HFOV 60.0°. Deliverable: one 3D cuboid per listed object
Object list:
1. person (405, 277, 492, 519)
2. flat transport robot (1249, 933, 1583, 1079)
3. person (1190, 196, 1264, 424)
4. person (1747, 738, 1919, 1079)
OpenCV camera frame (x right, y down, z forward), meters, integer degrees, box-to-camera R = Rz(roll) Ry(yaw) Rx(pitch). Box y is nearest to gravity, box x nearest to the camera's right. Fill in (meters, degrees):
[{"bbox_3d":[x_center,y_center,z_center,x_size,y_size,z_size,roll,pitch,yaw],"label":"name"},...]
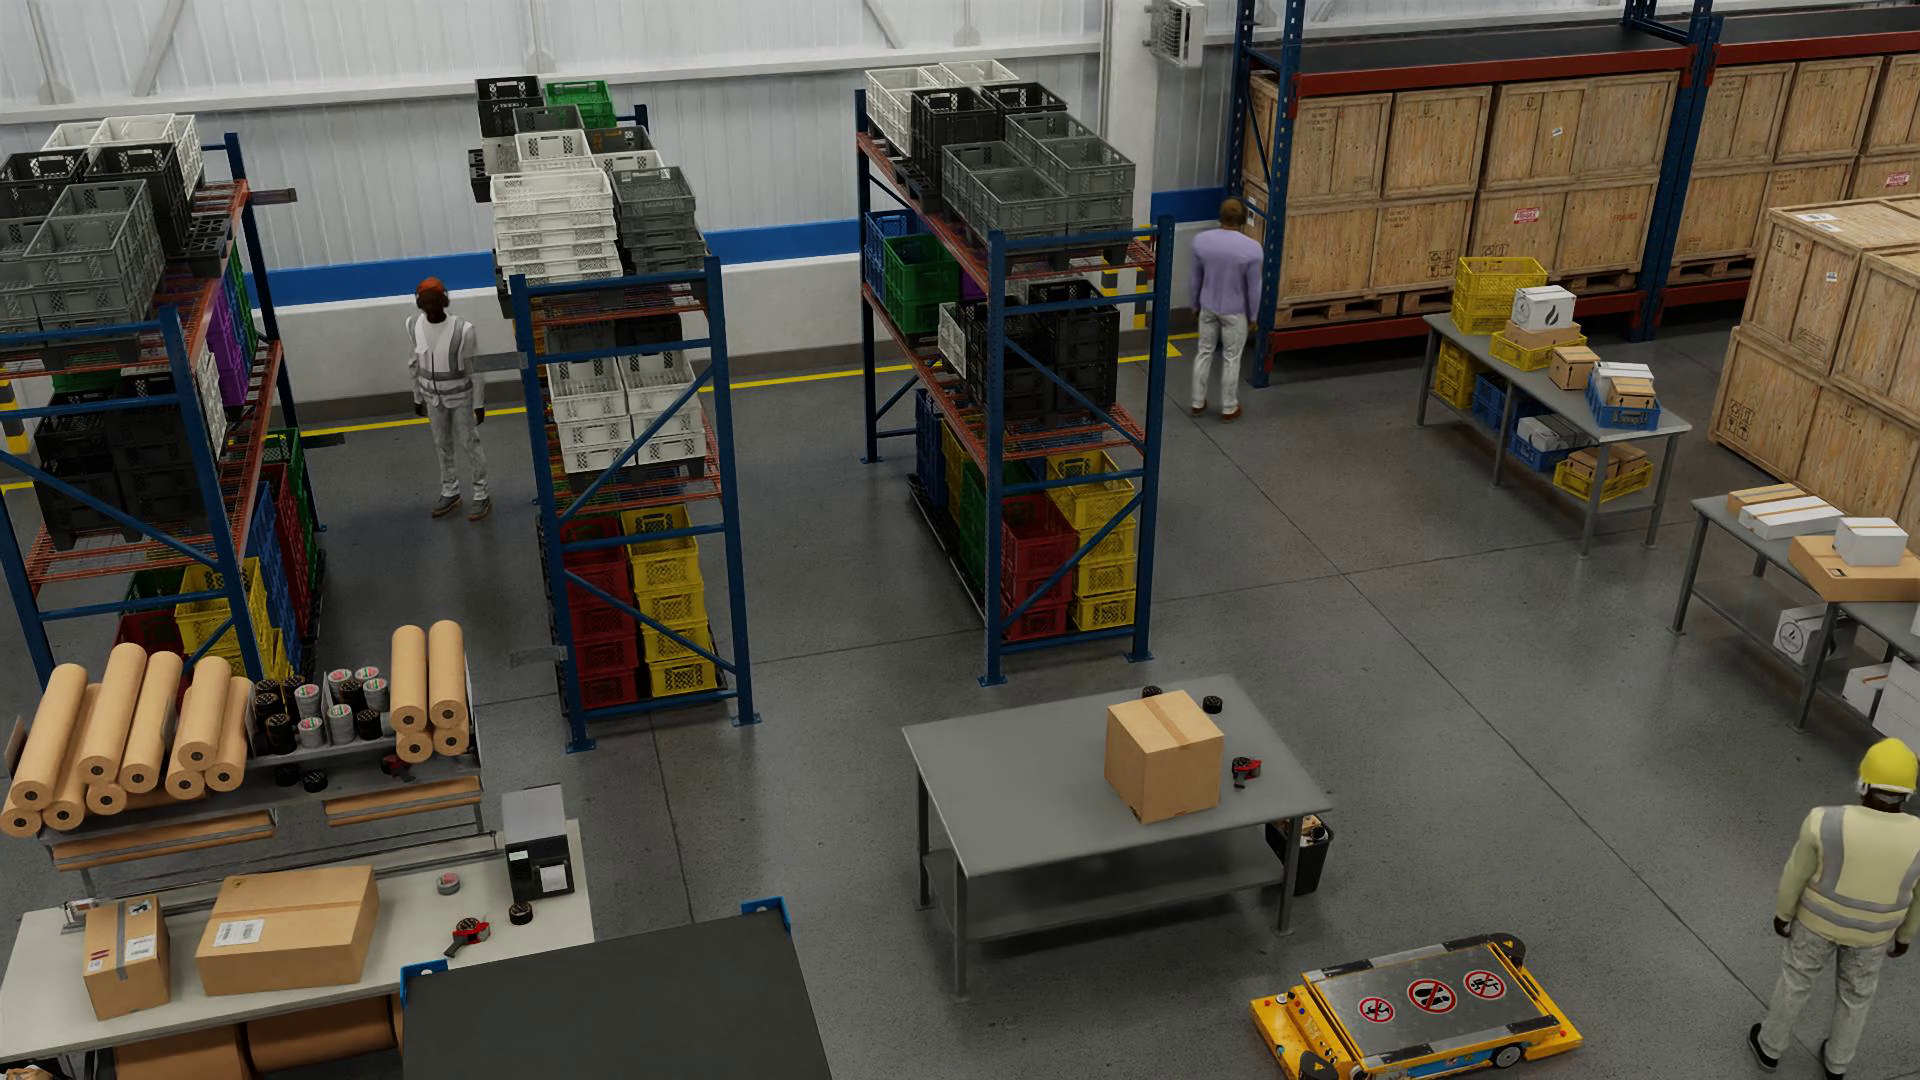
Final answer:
[{"bbox_3d":[-3.810,-1.049,12.381,0.585,1.880,0.343,7,30,13],"label":"person"},{"bbox_3d":[2.184,2.282,7.980,1.431,0.197,0.652,-8,30,-14],"label":"flat transport robot"},{"bbox_3d":[2.211,-1.924,13.927,0.629,1.932,0.367,16,33,26],"label":"person"},{"bbox_3d":[3.981,1.683,7.472,0.595,1.823,0.403,9,30,15],"label":"person"}]
